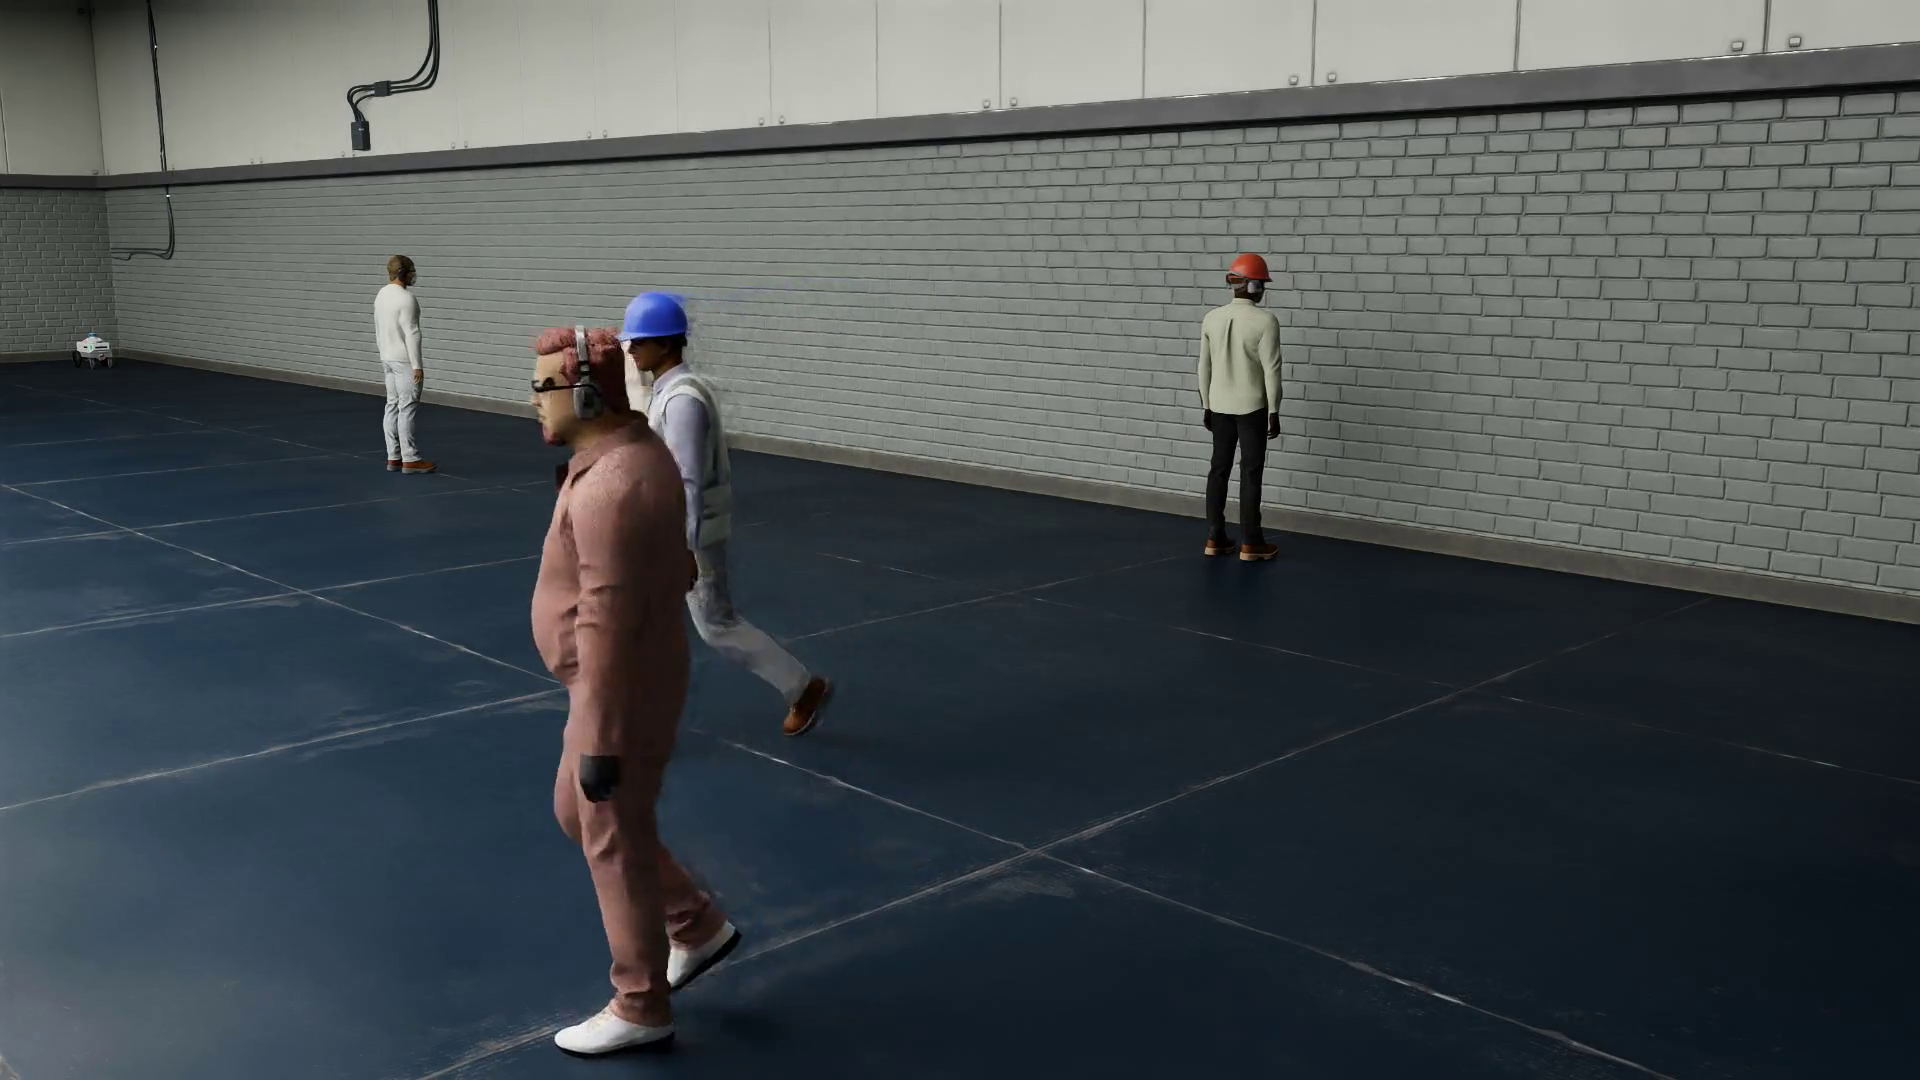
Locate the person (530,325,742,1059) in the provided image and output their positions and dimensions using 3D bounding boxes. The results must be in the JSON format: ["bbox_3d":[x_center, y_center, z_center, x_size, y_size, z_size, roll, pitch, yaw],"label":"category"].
[{"bbox_3d":[-0.878,0.403,4.236,0.436,1.888,0.659,-1,10,-5],"label":"person"}]

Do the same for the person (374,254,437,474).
[{"bbox_3d":[-4.998,-1.579,14.914,0.352,1.937,0.635,-10,14,-44],"label":"person"}]

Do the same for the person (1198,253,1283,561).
[{"bbox_3d":[1.857,-0.876,10.936,0.394,1.990,0.622,-10,14,-44],"label":"person"}]

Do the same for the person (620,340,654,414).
[{"bbox_3d":[-2.316,-0.928,12.190,0.310,1.636,0.523,-10,14,-44],"label":"person"}]

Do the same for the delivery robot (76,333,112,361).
[{"bbox_3d":[-13.955,-3.092,26.803,0.477,0.478,0.707,-10,14,-44],"label":"delivery robot"}]

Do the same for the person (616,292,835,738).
[{"bbox_3d":[-1.021,-0.055,6.738,0.956,1.904,0.619,-3,11,-18],"label":"person"}]
